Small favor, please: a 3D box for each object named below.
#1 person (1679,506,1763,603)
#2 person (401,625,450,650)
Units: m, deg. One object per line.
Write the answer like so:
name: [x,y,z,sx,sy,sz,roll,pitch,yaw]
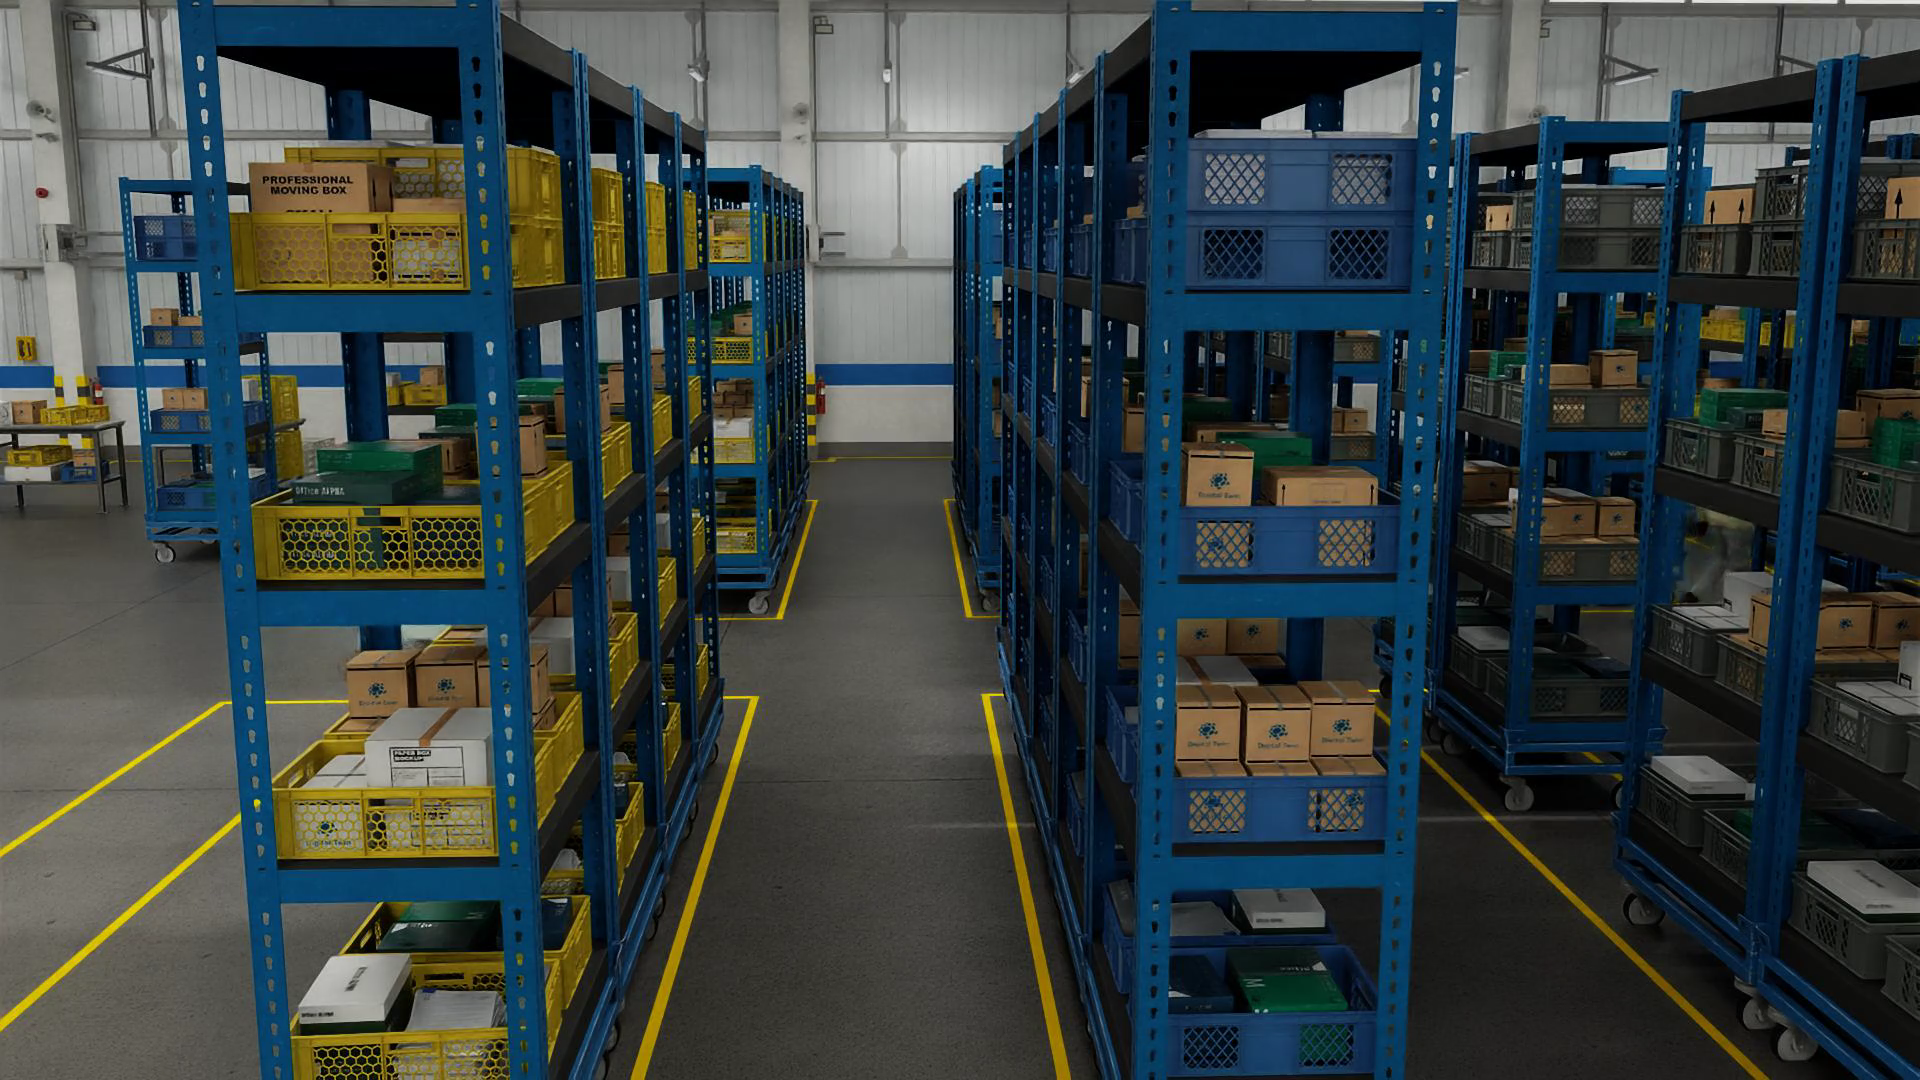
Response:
person: [5.939,-0.176,12.816,0.456,1.817,0.598,-2,10,-11]
person: [-2.837,0.451,8.917,0.620,1.931,0.637,2,10,9]
